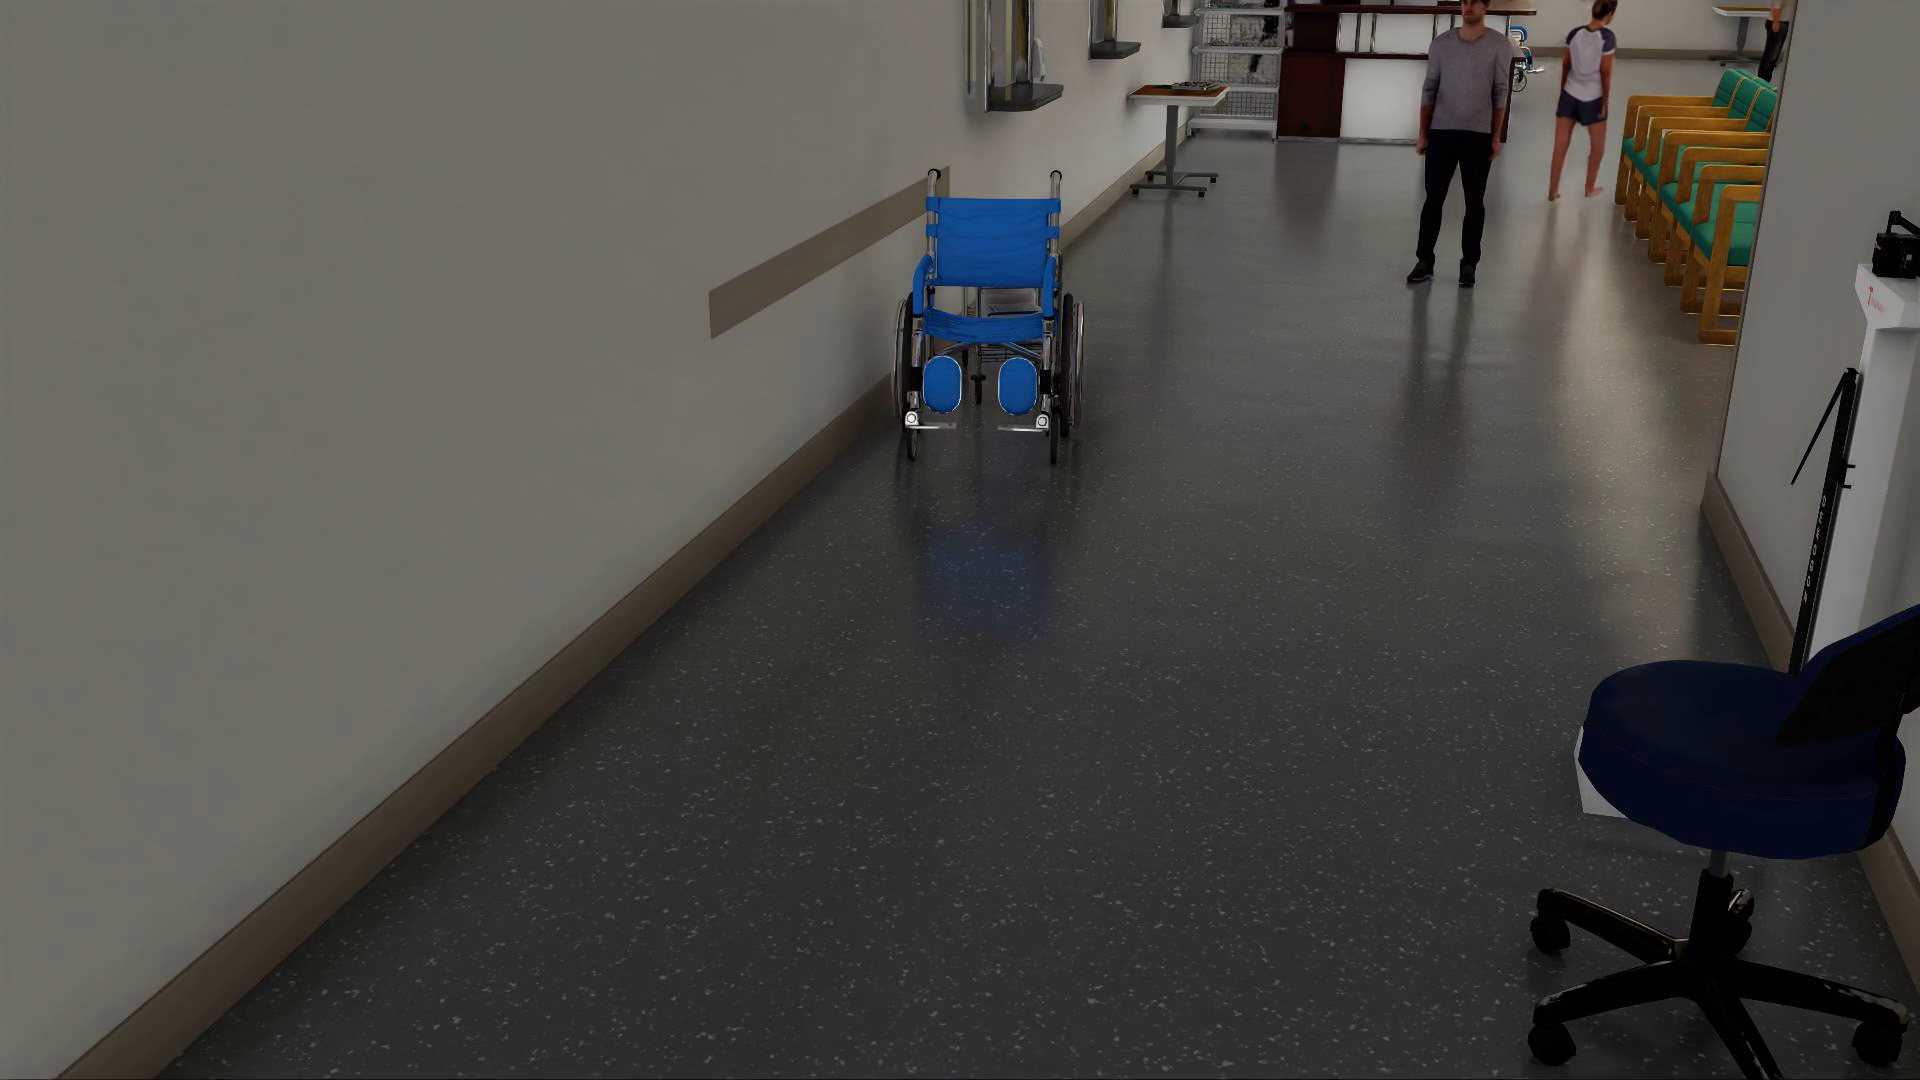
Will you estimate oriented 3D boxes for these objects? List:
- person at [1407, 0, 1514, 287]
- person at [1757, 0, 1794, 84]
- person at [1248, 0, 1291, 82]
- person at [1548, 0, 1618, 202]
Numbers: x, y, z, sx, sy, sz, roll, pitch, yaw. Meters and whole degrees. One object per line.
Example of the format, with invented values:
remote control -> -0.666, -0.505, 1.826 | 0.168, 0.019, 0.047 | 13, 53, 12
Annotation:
person -> 3.127, -2.526, 10.363 | 0.525, 1.843, 0.759 | 9, 23, 23
person -> 10.279, -6.507, 20.920 | 0.687, 1.809, 0.720 | 15, 25, 35
person -> 4.092, -6.961, 22.190 | 1.186, 1.758, 0.863 | 0, 21, -1
person -> 4.944, -3.493, 13.254 | 0.900, 1.602, 0.892 | 14, 25, 32
